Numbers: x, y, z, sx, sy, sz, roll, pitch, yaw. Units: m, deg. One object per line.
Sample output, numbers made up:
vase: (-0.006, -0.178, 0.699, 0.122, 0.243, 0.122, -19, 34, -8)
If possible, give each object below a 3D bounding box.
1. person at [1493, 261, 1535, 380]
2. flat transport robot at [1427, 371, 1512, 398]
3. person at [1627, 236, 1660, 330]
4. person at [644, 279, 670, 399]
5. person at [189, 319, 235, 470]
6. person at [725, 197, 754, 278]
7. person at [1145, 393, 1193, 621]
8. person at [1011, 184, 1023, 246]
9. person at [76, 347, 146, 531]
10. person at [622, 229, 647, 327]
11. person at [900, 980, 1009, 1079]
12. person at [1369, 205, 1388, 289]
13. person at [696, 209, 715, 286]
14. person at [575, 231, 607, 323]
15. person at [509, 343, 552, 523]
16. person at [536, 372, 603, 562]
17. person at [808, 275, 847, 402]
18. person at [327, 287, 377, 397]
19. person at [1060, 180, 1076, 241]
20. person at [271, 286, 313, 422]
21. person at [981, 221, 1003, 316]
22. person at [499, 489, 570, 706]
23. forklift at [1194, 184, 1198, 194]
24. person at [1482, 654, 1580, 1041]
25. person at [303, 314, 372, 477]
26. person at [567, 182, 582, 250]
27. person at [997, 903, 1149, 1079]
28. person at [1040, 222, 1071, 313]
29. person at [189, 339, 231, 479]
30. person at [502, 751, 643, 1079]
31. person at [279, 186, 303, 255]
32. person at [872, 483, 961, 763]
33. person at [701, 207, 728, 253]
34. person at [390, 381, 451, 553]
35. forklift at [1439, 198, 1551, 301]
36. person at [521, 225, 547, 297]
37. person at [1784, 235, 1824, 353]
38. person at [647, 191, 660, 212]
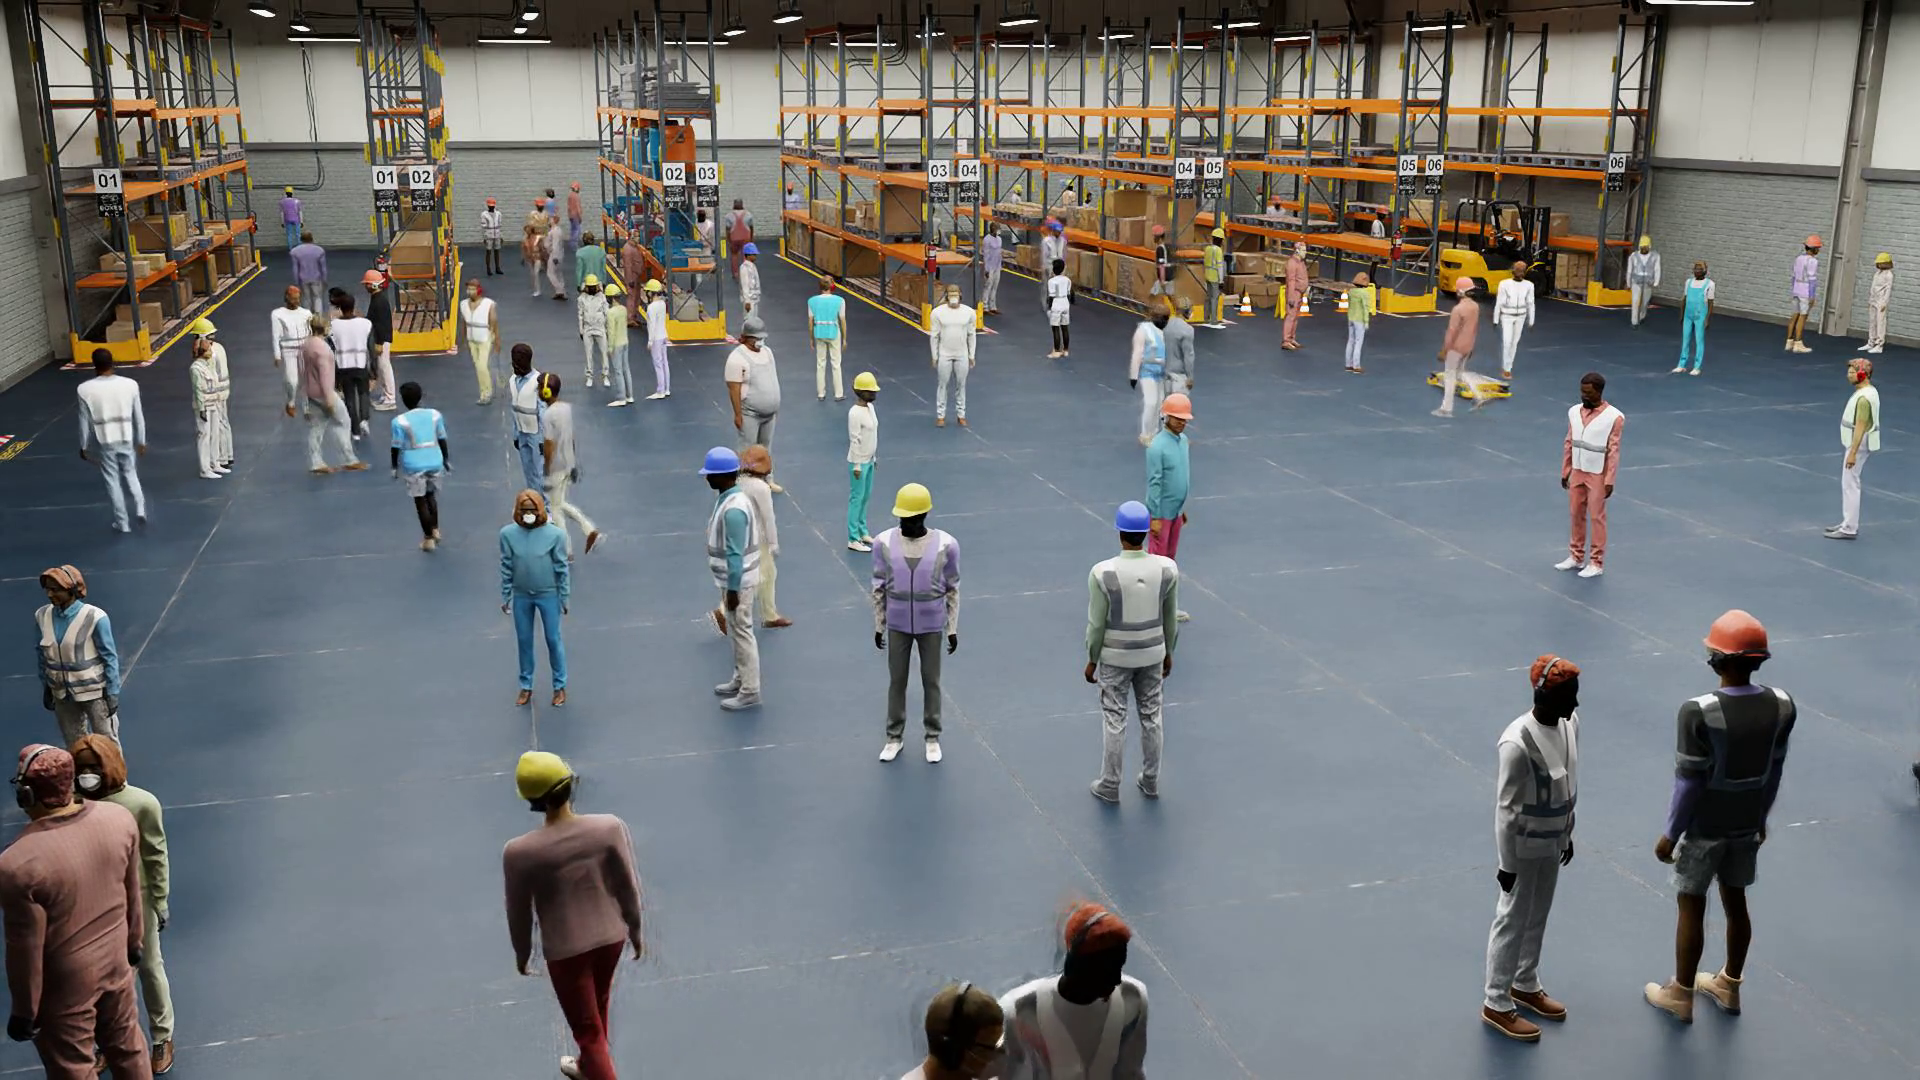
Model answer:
person: (8.786, -3.450, 26.263, 0.607, 1.856, 0.760, -1, 15, -2)
flat transport robot: (7.722, -2.372, 25.252, 0.652, 0.197, 1.431, -3, 15, -11)
person: (13.231, -5.008, 32.257, 0.586, 1.801, 0.877, 4, 16, 16)
person: (-4.500, -2.974, 24.649, 0.304, 1.772, 0.526, 3, 15, 10)
person: (-8.917, -1.722, 19.816, 0.404, 1.830, 0.603, -2, 15, -8)
person: (-5.431, -7.449, 40.966, 0.703, 2.000, 0.947, -3, 15, -11)
person: (1.757, -0.248, 13.968, 0.392, 1.990, 0.612, 9, 17, 31)
person: (1.725, -9.851, 50.409, 0.404, 1.827, 0.601, 3, 15, 11)
person: (-8.674, -1.018, 17.023, 0.448, 1.905, 0.599, 14, 20, 43)
person: (-6.340, -5.101, 32.419, 0.402, 1.900, 0.643, 1, 15, 4)
person: (-0.086, 2.189, 5.020, 1.076, 1.884, 0.638, 11, 18, 35)
person: (9.783, -6.844, 38.900, 0.376, 1.933, 0.545, 6, 16, 20)
person: (-6.137, -6.959, 39.553, 0.620, 1.829, 0.522, 0, 15, -1)
person: (-6.954, -4.857, 31.422, 0.626, 1.934, 0.373, -13, 19, -40)
person: (-4.462, -1.108, 17.369, 0.585, 1.911, 0.391, 12, 19, 39)
person: (-3.776, -0.672, 15.819, 0.506, 1.859, 0.514, 3, 15, 11)
person: (-1.941, -2.945, 24.389, 0.563, 1.847, 0.392, 3, 15, 10)
person: (-9.101, -2.925, 24.660, 0.537, 1.673, 0.758, 11, 18, 35)
person: (3.339, -10.070, 51.046, 0.379, 1.928, 0.585, -13, 19, -39)
person: (-9.104, -2.544, 22.826, 0.612, 1.872, 0.444, -14, 20, -43)
person: (0.665, -5.554, 34.057, 0.383, 1.931, 0.630, 9, 17, 31)
person: (-3.095, 0.420, 12.157, 0.503, 1.629, 0.276, 1, 15, 3)
forklift: (7.392, -11.333, 53.972, 1.873, 2.768, 1.129, -4, 15, -15)
person: (2.718, 1.437, 7.859, 0.568, 1.877, 0.356, -14, 20, -41)
person: (-7.369, -1.714, 19.620, 0.802, 1.914, 0.655, -12, 19, -38)
person: (-11.303, -9.512, 48.858, 0.468, 1.975, 0.647, -14, 20, -43)
person: (0.303, 2.044, 5.692, 0.624, 1.822, 0.958, -8, 17, -28)
person: (1.947, -5.624, 34.384, 0.610, 1.881, 1.041, -6, 16, -21)
person: (-8.842, -1.543, 19.536, 0.312, 1.632, 0.519, 0, 15, -1)
person: (-1.653, 1.708, 7.112, 0.548, 1.717, 0.801, -11, 18, -36)
person: (-19.003, -9.076, 47.304, 0.585, 1.928, 0.369, -5, 16, -19)
person: (-0.293, 0.552, 11.082, 0.589, 1.924, 0.383, 2, 15, 7)
person: (-7.153, -9.079, 47.303, 1.036, 1.943, 0.608, 8, 17, 28)
person: (-5.320, -0.728, 16.349, 0.562, 1.672, 0.559, 13, 20, 41)
forklift: (11.913, -6.508, 37.130, 2.313, 2.155, 1.214, -4, 15, -15)
person: (-9.587, -6.247, 37.258, 0.537, 1.605, 0.688, 4, 16, 16)
person: (14.828, -4.313, 29.160, 0.394, 2.042, 0.611, 0, 15, -1)
person: (-8.727, -8.887, 46.761, 0.619, 1.845, 0.430, 10, 18, 34)
